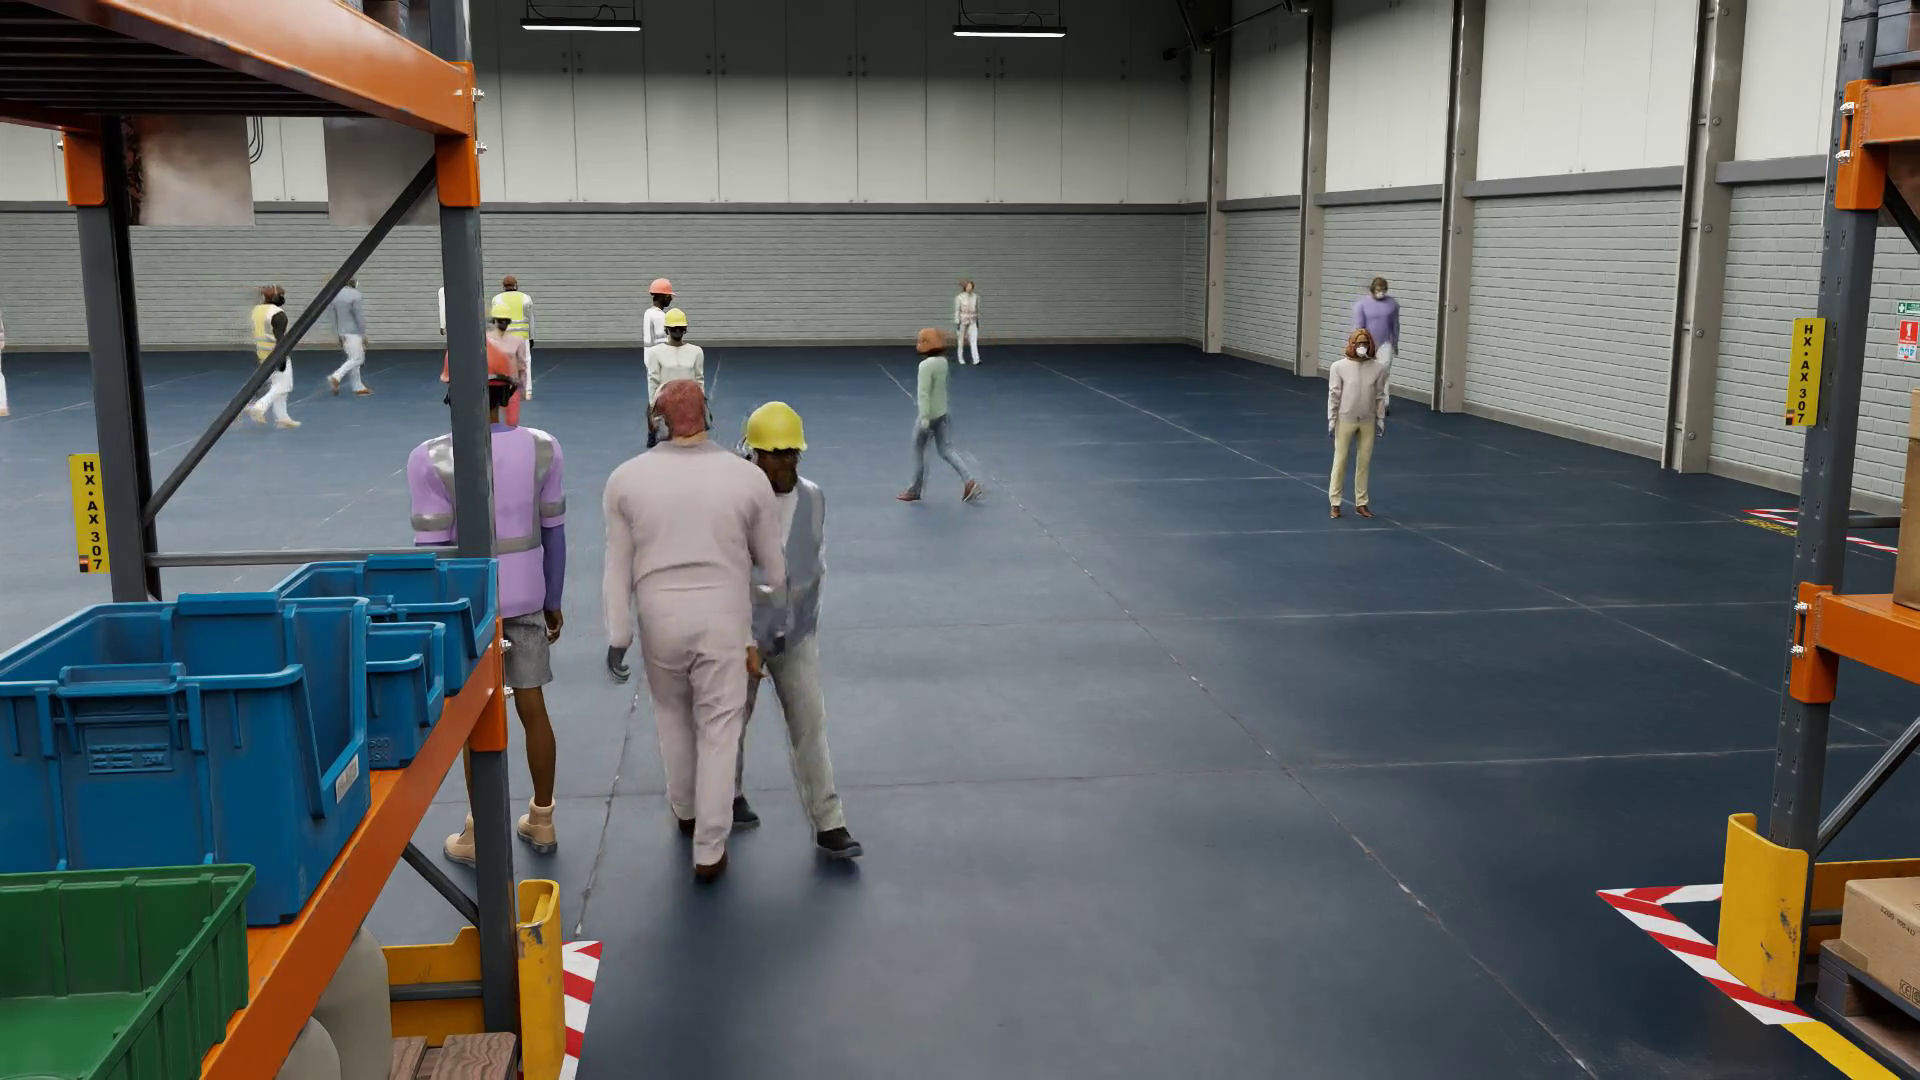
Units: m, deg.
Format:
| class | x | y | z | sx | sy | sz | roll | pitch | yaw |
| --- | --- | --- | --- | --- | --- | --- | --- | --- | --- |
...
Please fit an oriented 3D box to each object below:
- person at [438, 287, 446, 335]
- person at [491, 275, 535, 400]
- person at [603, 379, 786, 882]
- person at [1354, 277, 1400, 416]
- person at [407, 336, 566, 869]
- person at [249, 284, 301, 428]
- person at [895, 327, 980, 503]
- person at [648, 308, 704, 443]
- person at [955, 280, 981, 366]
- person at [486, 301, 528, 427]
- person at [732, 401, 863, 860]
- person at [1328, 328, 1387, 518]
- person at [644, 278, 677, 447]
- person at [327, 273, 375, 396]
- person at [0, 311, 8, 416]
| class | x | y | z | sx | sy | sz | roll | pitch | yaw |
| --- | --- | --- | --- | --- | --- | --- | --- | --- | --- |
| person | -8.460 | -3.618 | 27.942 | 0.574 | 1.883 | 0.356 | -8 | 13 | -37 |
| person | -6.584 | -2.970 | 24.522 | 0.619 | 1.838 | 0.430 | -5 | 11 | -24 |
| person | -1.011 | 0.308 | 6.461 | 0.684 | 1.856 | 0.939 | -1 | 10 | -5 |
| person | 5.670 | -2.652 | 22.701 | 0.659 | 1.878 | 1.075 | 0 | 10 | 0 |
| person | -1.798 | 0.236 | 6.363 | 0.607 | 2.048 | 0.369 | -9 | 14 | -40 |
| person | -8.619 | -2.284 | 20.801 | 0.630 | 1.827 | 0.604 | 10 | 14 | 42 |
| person | -0.197 | -1.122 | 15.024 | 0.767 | 1.603 | 0.508 | 5 | 12 | 27 |
| person | -2.547 | -1.199 | 15.000 | 0.525 | 1.769 | 0.308 | -5 | 11 | -26 |
| person | 0.144 | -4.070 | 31.216 | 0.529 | 1.585 | 0.881 | -4 | 11 | -21 |
| person | -4.733 | -1.591 | 17.187 | 0.533 | 1.751 | 0.514 | -4 | 11 | -22 |
| person | -0.742 | 0.341 | 6.533 | 0.574 | 1.778 | 0.915 | -6 | 12 | -32 |
| person | 3.401 | -1.000 | 14.268 | 0.504 | 1.632 | 0.269 | -1 | 10 | -4 |
| person | -3.393 | -1.998 | 18.916 | 0.375 | 1.933 | 0.550 | -5 | 12 | -27 |
| person | -9.188 | -3.089 | 24.942 | 0.638 | 1.925 | 0.717 | 9 | 13 | 39 |
| person | -13.065 | -2.572 | 22.318 | 0.429 | 1.841 | 0.634 | -8 | 13 | -39 |
